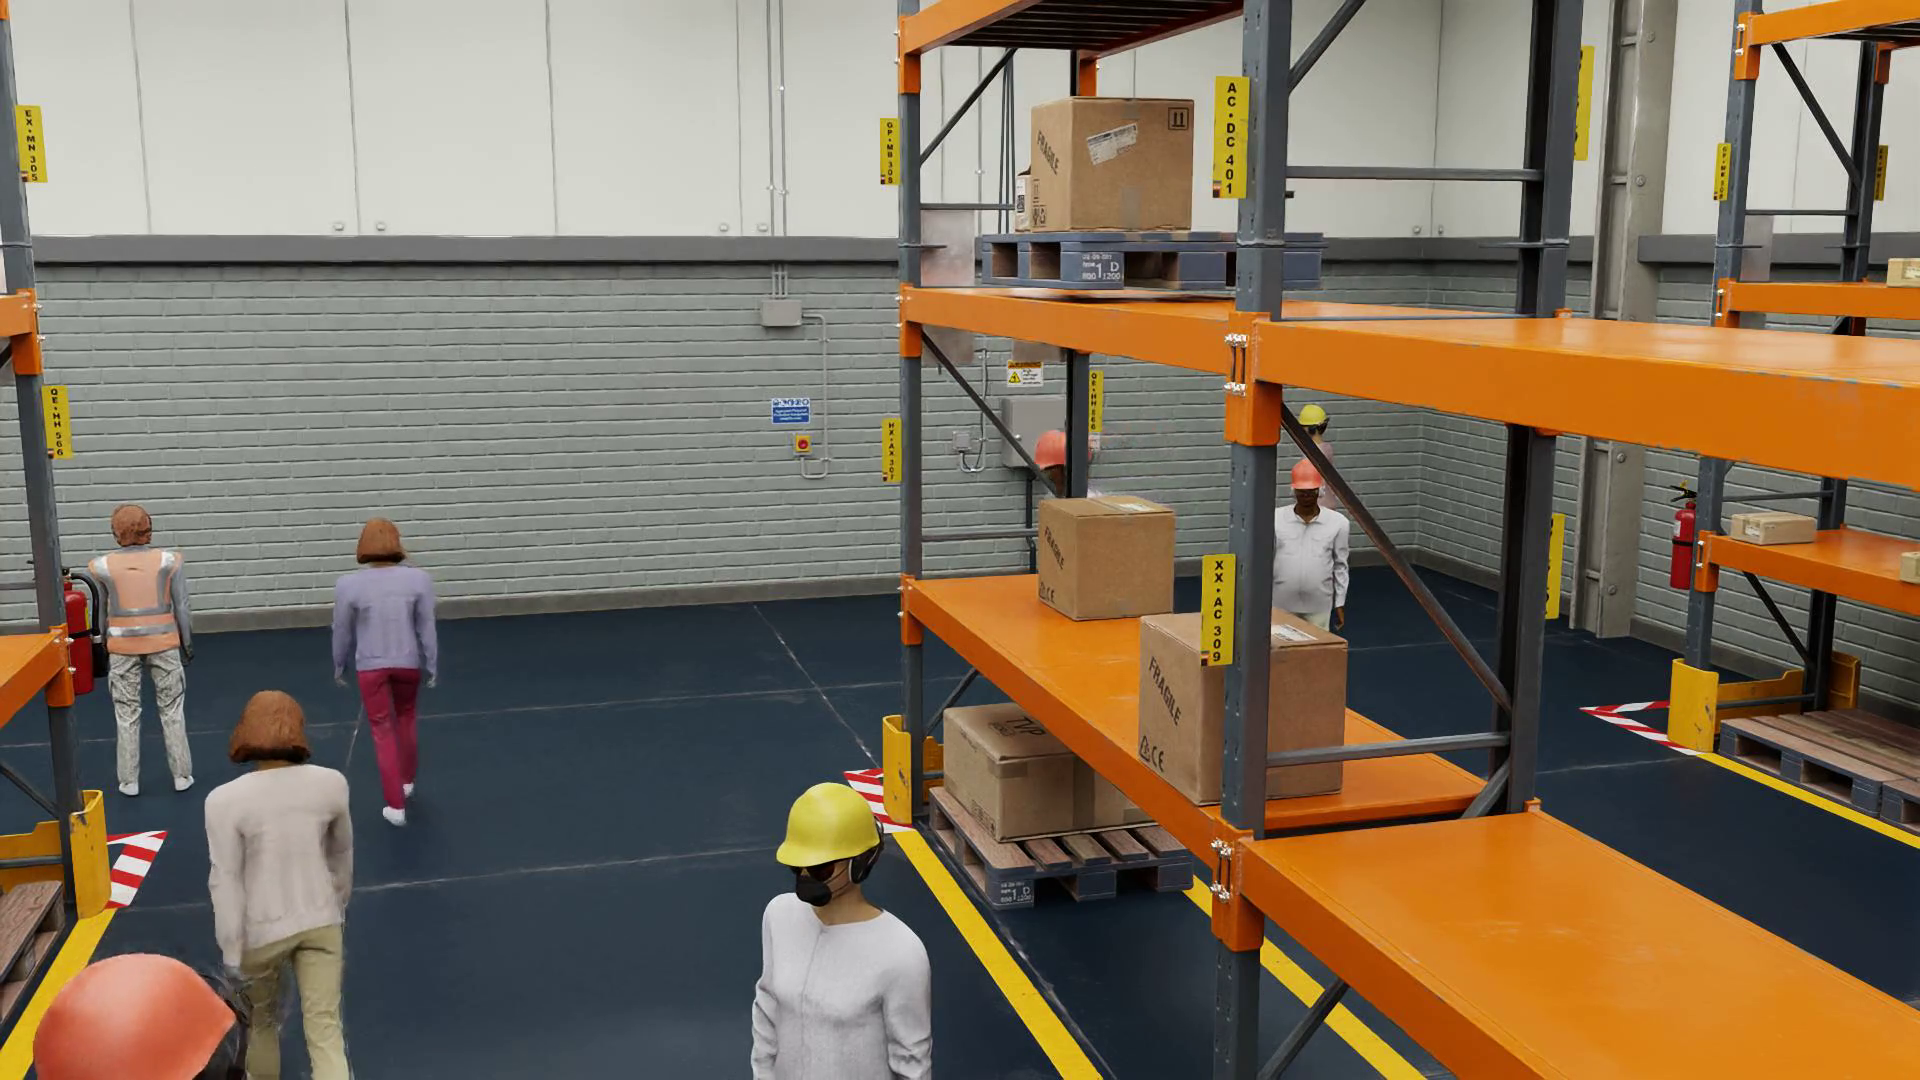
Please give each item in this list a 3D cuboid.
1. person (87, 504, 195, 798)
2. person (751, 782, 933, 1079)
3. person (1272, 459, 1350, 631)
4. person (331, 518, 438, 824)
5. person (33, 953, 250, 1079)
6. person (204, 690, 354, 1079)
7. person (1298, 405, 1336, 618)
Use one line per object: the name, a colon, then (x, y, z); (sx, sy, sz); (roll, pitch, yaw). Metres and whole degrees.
person: (-4.535, 0.615, 9.245); (0.516, 1.633, 0.317); (-4, 11, -21)
person: (-0.306, 1.449, 4.101); (0.525, 1.769, 0.309); (7, 12, 33)
person: (2.118, 0.367, 10.294); (0.563, 1.753, 0.327); (2, 10, 10)
person: (-3.112, 0.678, 8.967); (0.507, 1.601, 0.749); (-6, 12, -32)
person: (-1.103, 1.601, 2.579); (0.648, 1.995, 0.905); (-3, 10, -17)
person: (-2.241, 1.291, 5.510); (0.512, 1.568, 0.818); (-9, 14, -43)
person: (2.908, -0.235, 13.728); (0.351, 1.759, 0.523); (6, 11, 30)
